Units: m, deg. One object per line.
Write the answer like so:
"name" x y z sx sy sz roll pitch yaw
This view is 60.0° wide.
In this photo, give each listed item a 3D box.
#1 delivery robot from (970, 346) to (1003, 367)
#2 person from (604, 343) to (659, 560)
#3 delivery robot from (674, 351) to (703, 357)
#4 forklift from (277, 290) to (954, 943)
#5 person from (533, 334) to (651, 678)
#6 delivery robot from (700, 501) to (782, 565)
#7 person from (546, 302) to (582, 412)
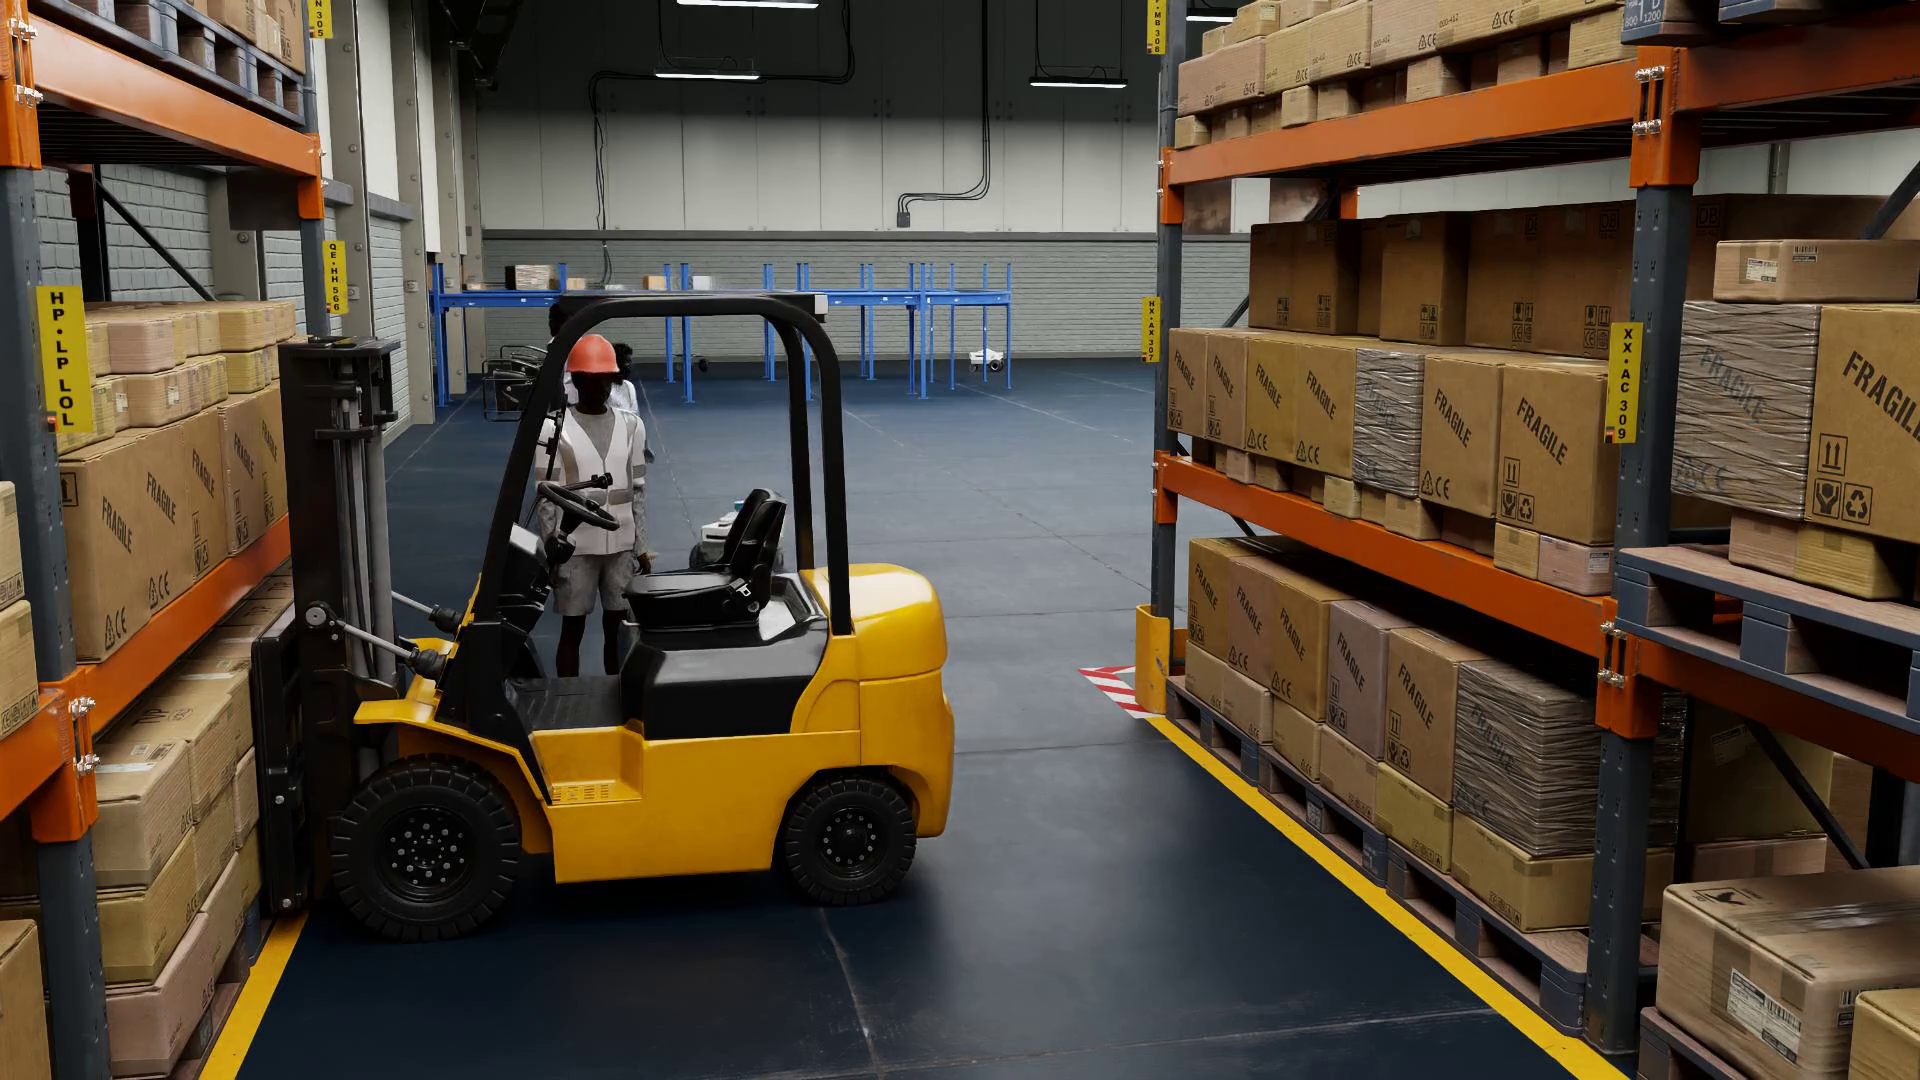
"delivery robot" 0.569 -3.974 36.131 0.707 0.478 0.477 2 10 10
"person" -2.547 -0.668 12.764 0.709 1.666 0.539 2 9 9
"delivery robot" -5.904 -4.104 36.135 0.698 0.223 0.335 7 12 36
"forklift" -1.179 0.175 6.143 2.313 2.155 1.214 -2 10 -12
"person" -1.694 0.016 7.755 0.545 1.942 0.349 -7 11 -36
"delivery robot" -1.592 -0.040 12.156 0.477 0.478 0.707 4 10 23
"person" -3.705 -1.281 15.745 0.391 1.914 0.590 2 10 14
